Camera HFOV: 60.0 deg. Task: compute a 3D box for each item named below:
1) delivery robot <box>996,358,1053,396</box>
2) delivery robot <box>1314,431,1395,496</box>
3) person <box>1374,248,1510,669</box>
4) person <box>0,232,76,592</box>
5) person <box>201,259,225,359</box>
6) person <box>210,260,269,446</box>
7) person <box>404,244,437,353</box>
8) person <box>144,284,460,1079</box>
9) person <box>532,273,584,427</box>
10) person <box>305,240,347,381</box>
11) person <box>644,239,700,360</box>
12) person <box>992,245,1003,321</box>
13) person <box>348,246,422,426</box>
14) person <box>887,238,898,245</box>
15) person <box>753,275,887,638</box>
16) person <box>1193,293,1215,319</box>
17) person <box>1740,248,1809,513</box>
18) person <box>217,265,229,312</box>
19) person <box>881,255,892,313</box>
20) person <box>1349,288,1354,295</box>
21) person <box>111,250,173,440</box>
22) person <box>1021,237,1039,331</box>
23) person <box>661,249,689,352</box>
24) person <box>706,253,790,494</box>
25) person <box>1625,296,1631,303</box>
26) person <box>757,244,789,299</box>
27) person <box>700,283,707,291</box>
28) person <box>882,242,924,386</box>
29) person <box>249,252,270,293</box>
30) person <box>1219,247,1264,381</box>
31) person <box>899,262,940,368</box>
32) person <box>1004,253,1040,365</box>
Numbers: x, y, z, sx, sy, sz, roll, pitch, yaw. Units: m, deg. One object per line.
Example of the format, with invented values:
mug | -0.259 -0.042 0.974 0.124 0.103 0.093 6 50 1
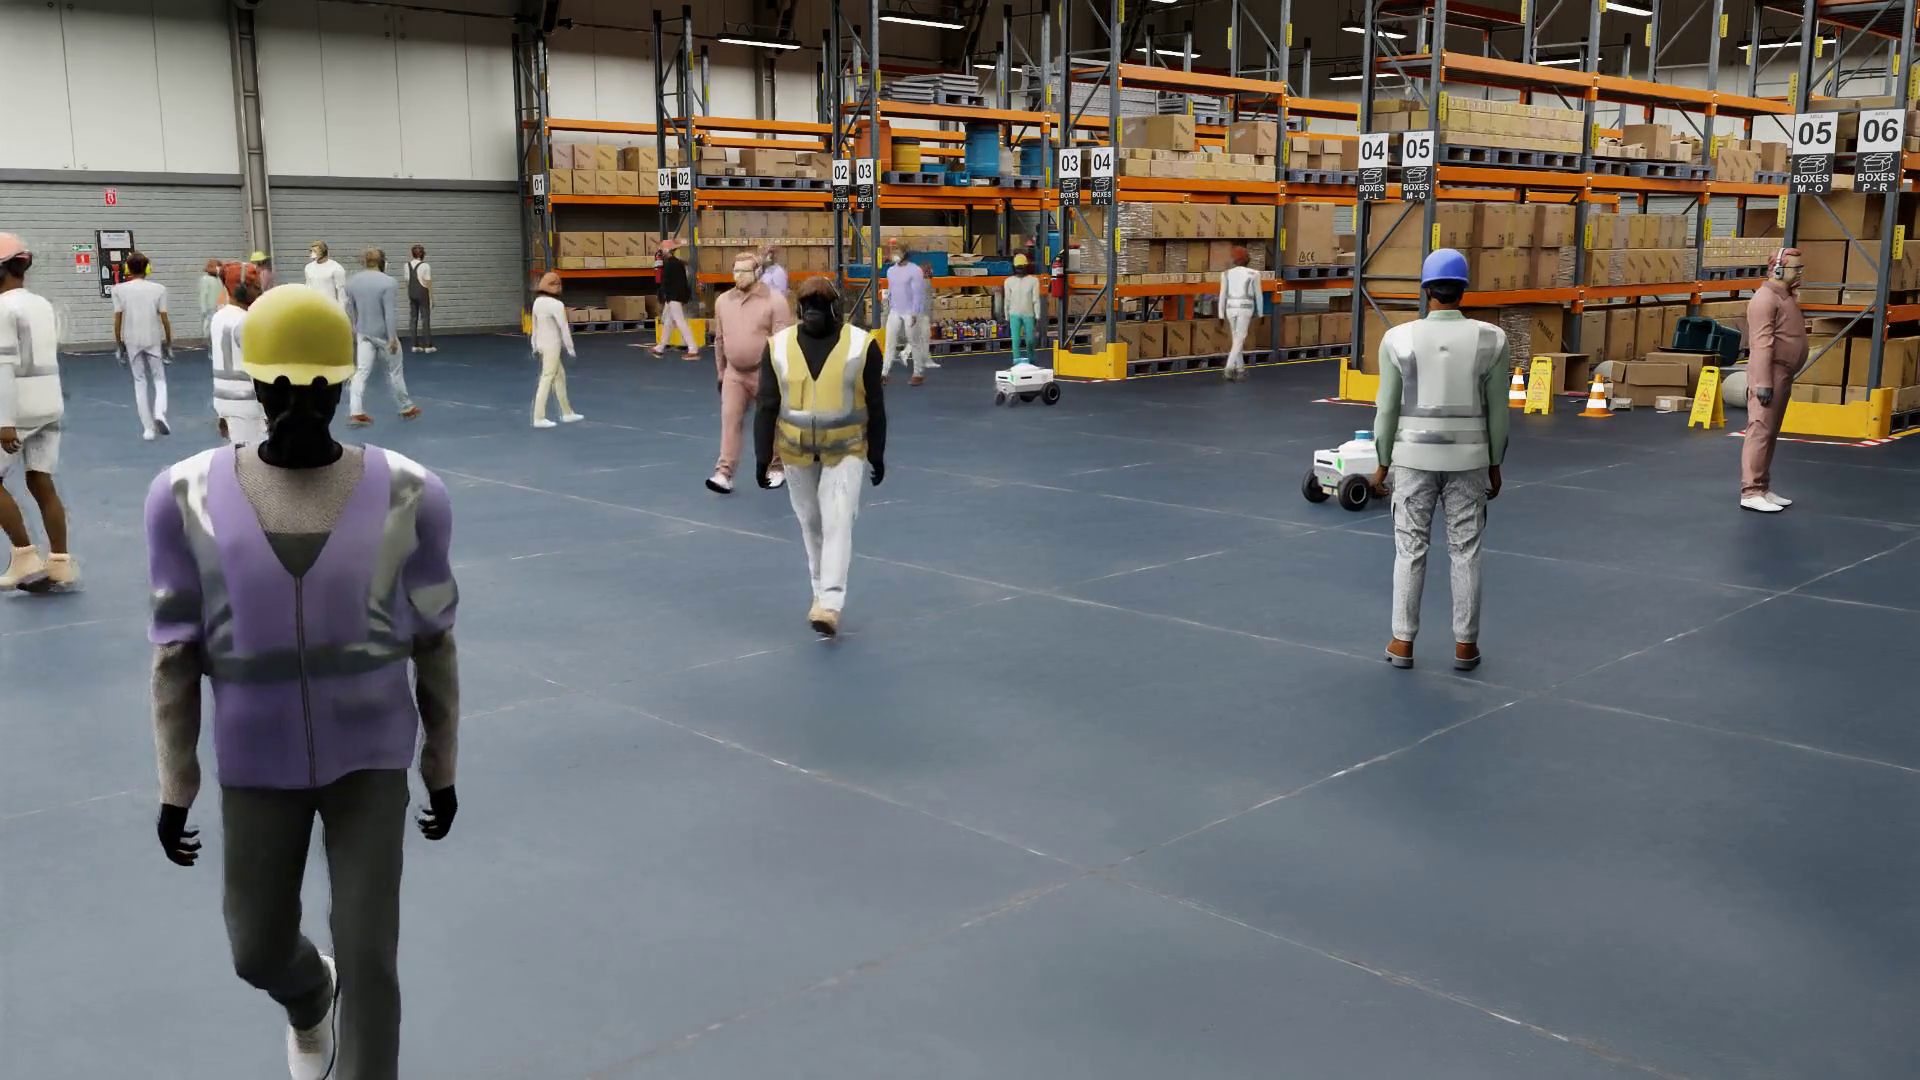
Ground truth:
delivery robot | 0.773 -1.927 19.853 0.707 0.478 0.477 -8 13 -39
delivery robot | 3.012 -0.575 12.479 0.707 0.478 0.477 -5 12 -27
person | 2.227 -0.372 7.727 0.603 1.942 0.399 2 11 12
person | -5.283 -0.704 9.331 0.582 2.011 0.641 0 10 0
person | -11.942 -3.708 26.782 0.577 1.610 0.521 3 11 14
person | -4.574 -0.820 10.424 0.843 1.859 0.569 -7 13 -35
person | -9.260 -4.137 28.538 0.513 1.844 0.364 3 11 15
person | -1.342 0.423 3.473 0.606 1.907 0.722 -3 11 -17
person | -4.209 -2.002 17.514 0.752 1.599 0.517 -9 14 -42
person | -8.711 -3.143 22.852 0.632 1.936 0.359 4 11 19
person | -4.665 -3.878 26.887 1.042 1.929 0.630 3 11 15
person | 0.901 -4.774 32.084 0.639 1.821 0.555 7 13 34
person | -6.208 -2.176 17.725 0.650 1.886 1.015 4 11 21
person | -1.558 -5.985 38.343 0.542 1.939 0.364 10 14 43
person | -0.724 -0.420 8.396 0.651 1.791 0.955 2 11 8
person | 4.230 -4.266 29.084 0.703 1.891 0.576 2 11 9
person | 5.977 -1.174 12.195 0.410 1.909 0.642 8 13 36
person | -7.846 -2.136 18.017 0.319 1.696 0.532 -10 14 -43
person | -1.393 -4.444 30.774 0.310 1.633 0.525 -8 13 -39
person | 8.064 -5.075 33.303 0.612 1.966 0.361 -4 11 -22
person | -8.048 -1.912 16.373 0.509 1.857 0.425 -5 12 -26
person | 1.467 -5.358 34.867 0.652 1.951 0.962 10 14 43
person | -4.965 -4.125 28.534 0.704 1.807 0.627 -10 14 -43
person | -1.652 -1.295 12.985 0.692 1.853 0.990 3 11 17
person | 15.752 -6.058 38.771 0.374 1.927 0.542 -7 12 -33
person | -2.376 -2.847 21.367 0.765 1.887 0.644 -8 13 -38
person | -5.422 -5.317 34.414 0.391 2.040 0.614 -6 12 -29
person | -0.805 -2.985 22.082 0.652 1.891 0.981 8 13 36
person | -11.649 -3.915 27.655 0.902 1.721 0.527 -6 12 -29
person | 3.851 -3.136 23.090 0.575 1.846 0.957 7 13 35
person | -0.608 -3.393 25.117 0.680 1.613 0.508 -5 12 -26
person | 0.894 -3.249 23.927 0.539 1.744 0.632 1 10 7
